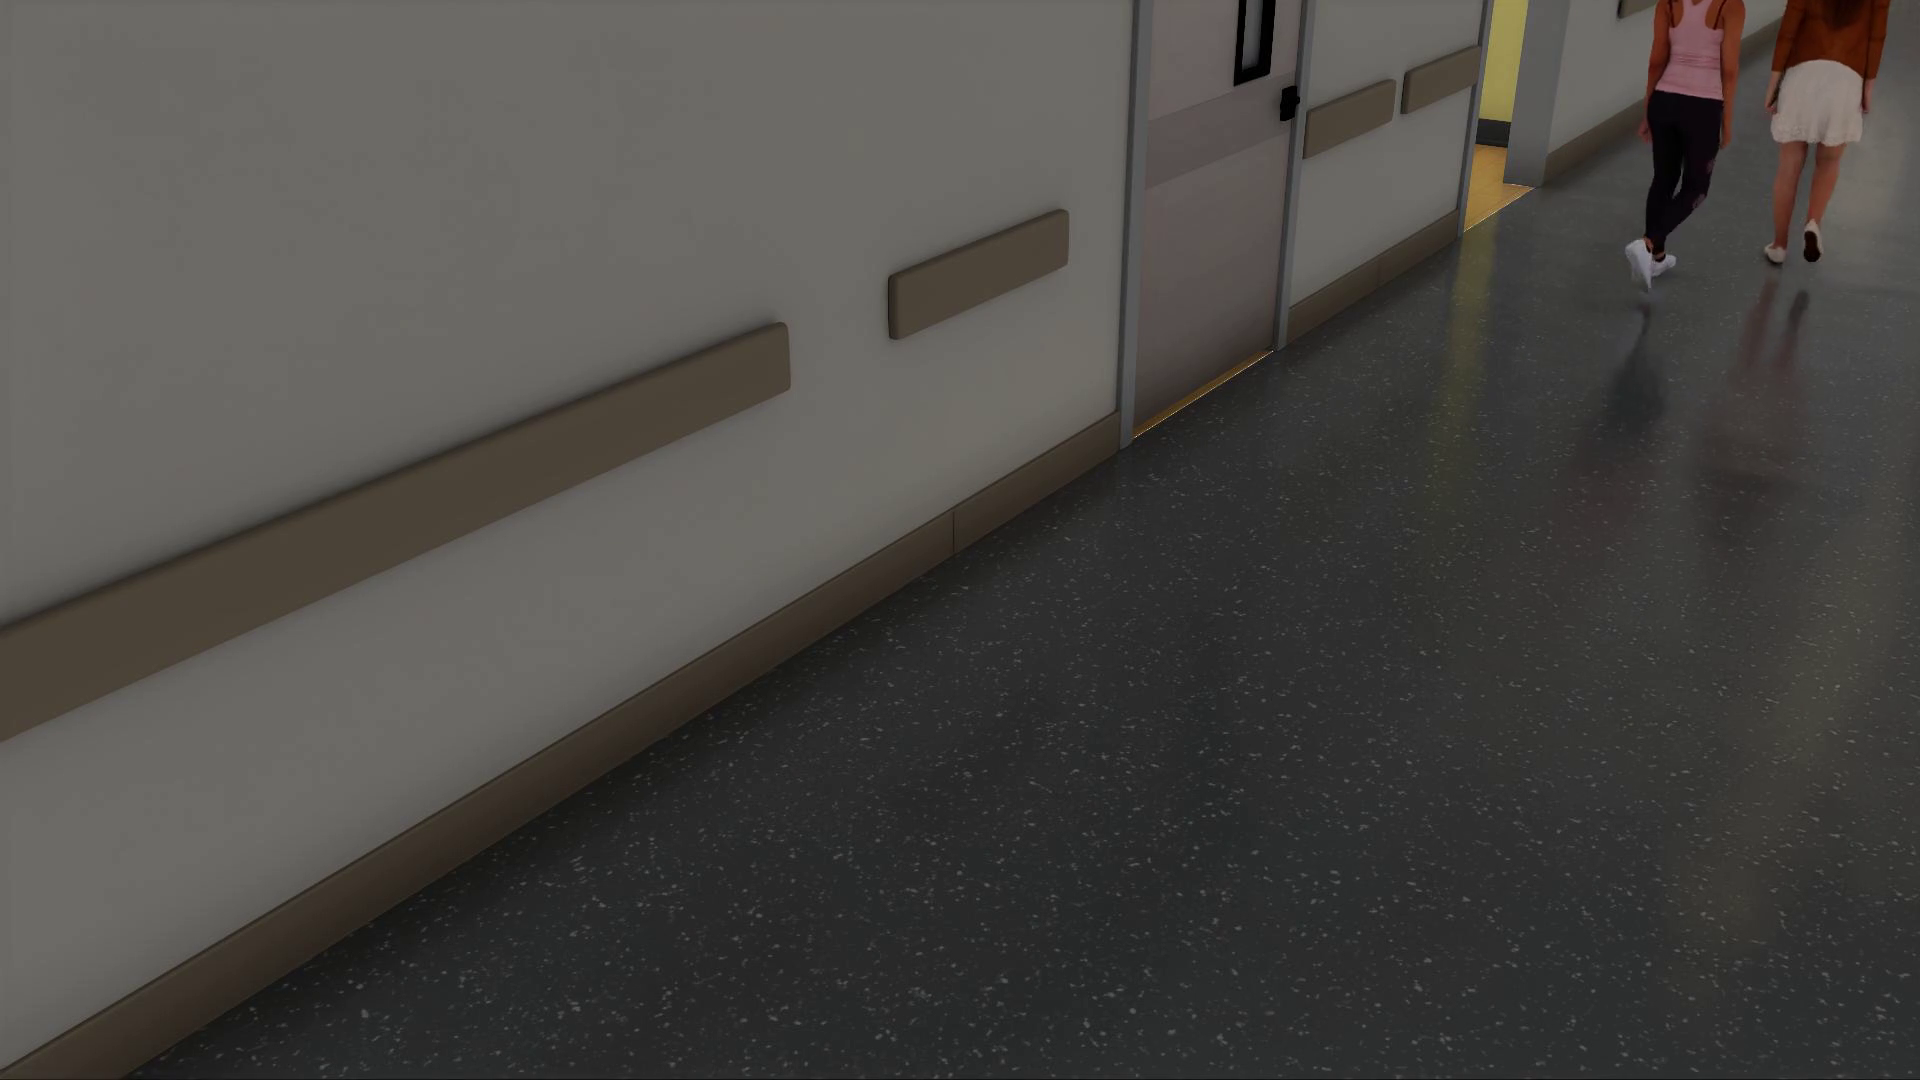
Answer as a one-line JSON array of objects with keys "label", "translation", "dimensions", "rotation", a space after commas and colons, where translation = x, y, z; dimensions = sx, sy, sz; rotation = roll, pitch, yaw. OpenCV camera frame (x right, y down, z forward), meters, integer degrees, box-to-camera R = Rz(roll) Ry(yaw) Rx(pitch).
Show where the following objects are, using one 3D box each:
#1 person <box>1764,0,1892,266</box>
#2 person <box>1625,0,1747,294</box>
[{"label": "person", "translation": [4.078, -2.116, 7.849], "dimensions": [0.790, 1.713, 0.782], "rotation": [10, 27, 20]}, {"label": "person", "translation": [3.275, -1.929, 7.566], "dimensions": [0.763, 1.624, 0.927], "rotation": [-22, 33, -37]}]
